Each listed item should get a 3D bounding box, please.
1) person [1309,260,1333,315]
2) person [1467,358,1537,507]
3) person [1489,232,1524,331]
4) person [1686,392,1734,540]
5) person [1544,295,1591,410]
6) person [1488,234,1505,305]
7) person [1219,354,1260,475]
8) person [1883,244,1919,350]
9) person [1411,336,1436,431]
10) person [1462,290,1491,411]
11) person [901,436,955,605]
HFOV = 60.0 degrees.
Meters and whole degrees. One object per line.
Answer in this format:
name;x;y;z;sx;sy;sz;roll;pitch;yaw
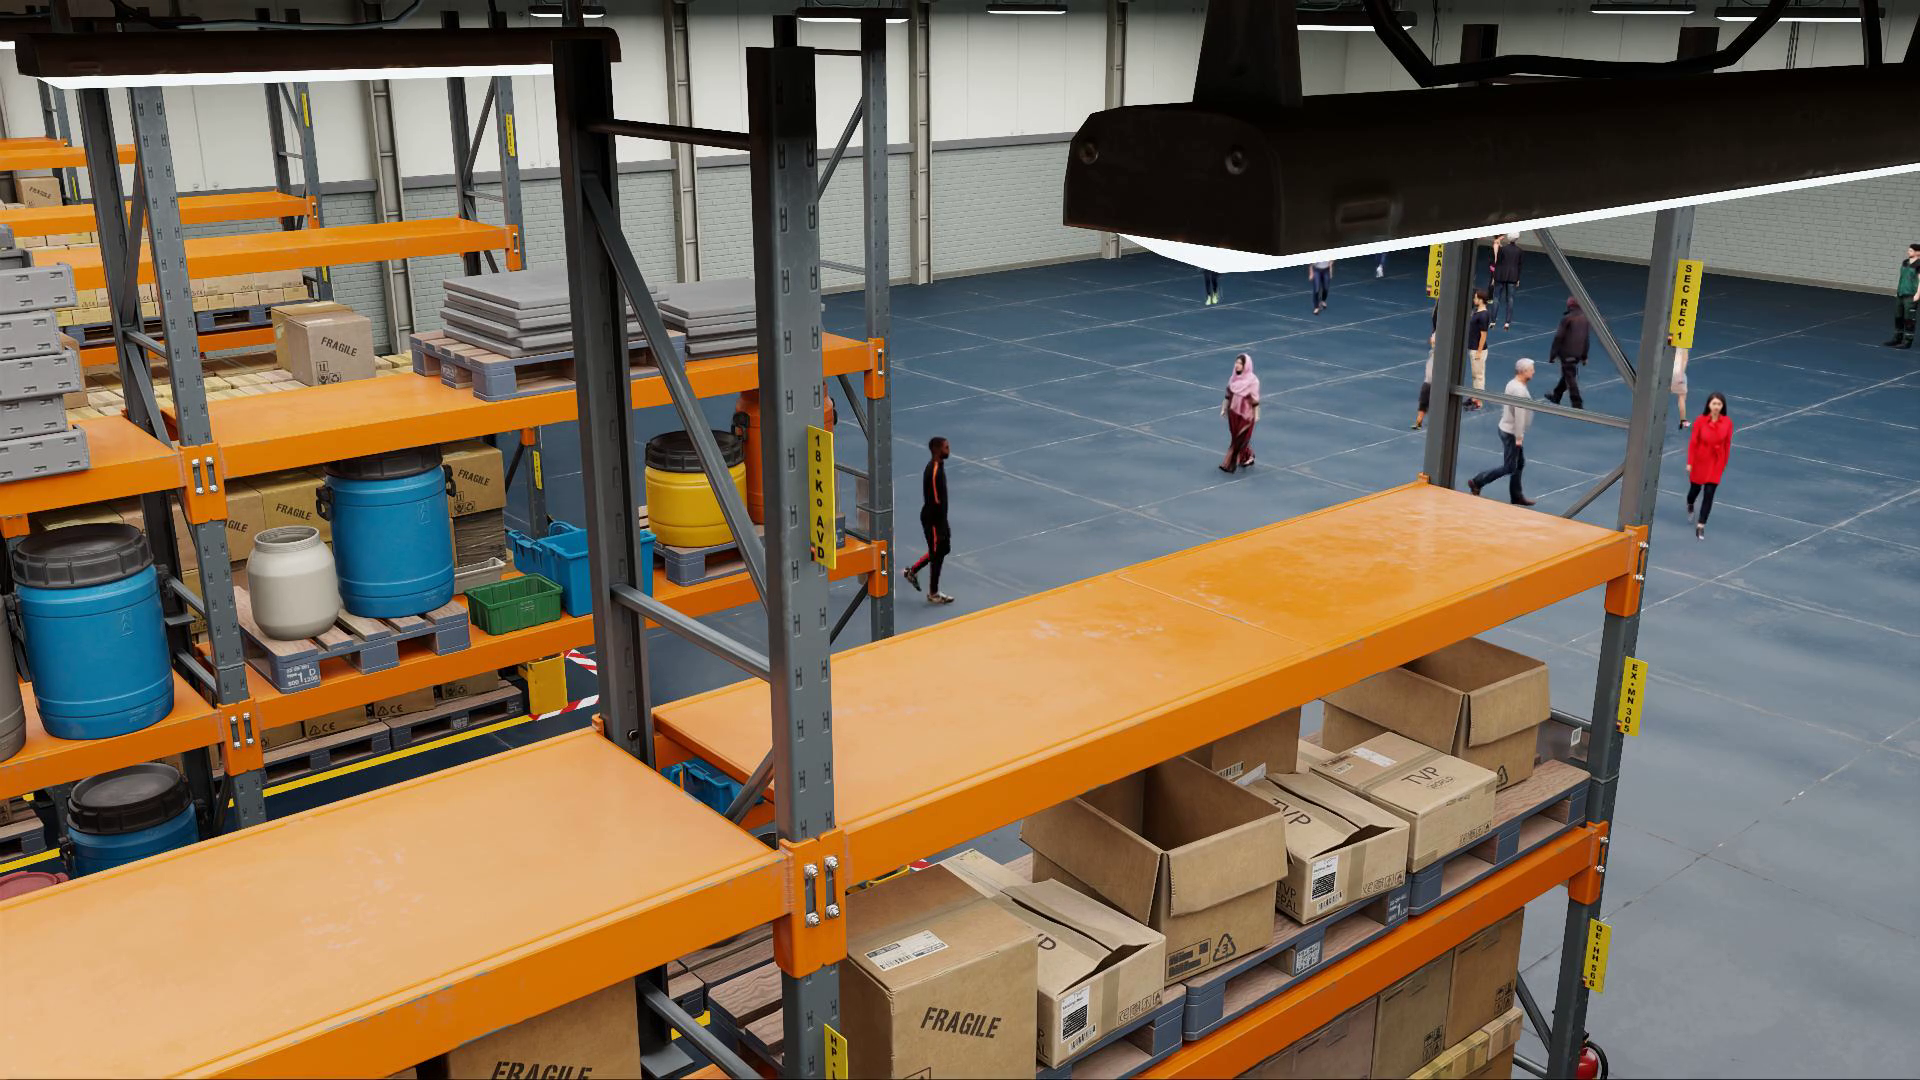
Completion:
person;7.280;-5.401;33.517;0.835;1.698;0.921;4;18;11
person;6.792;-1.315;20.672;1.192;1.883;1.174;3;18;9
person;9.519;-4.572;29.124;0.823;1.782;0.788;2;18;6
person;8.816;-0.903;19.659;0.961;1.727;1.083;4;19;13
person;9.389;-2.805;25.403;1.191;1.786;0.967;-8;20;-23
person;11.211;-5.746;34.811;0.681;1.554;0.600;4;19;13
person;3.825;-1.688;22.294;1.037;1.587;0.619;-15;23;-38
person;17.281;-4.456;30.292;0.750;1.899;0.764;-4;18;-11
person;7.098;-2.390;24.720;0.654;1.420;1.043;16;24;40
person;8.032;-2.950;25.735;0.759;1.856;0.689;2;18;7
person;-0.360;-0.205;17.412;0.974;1.790;0.916;2;18;7
